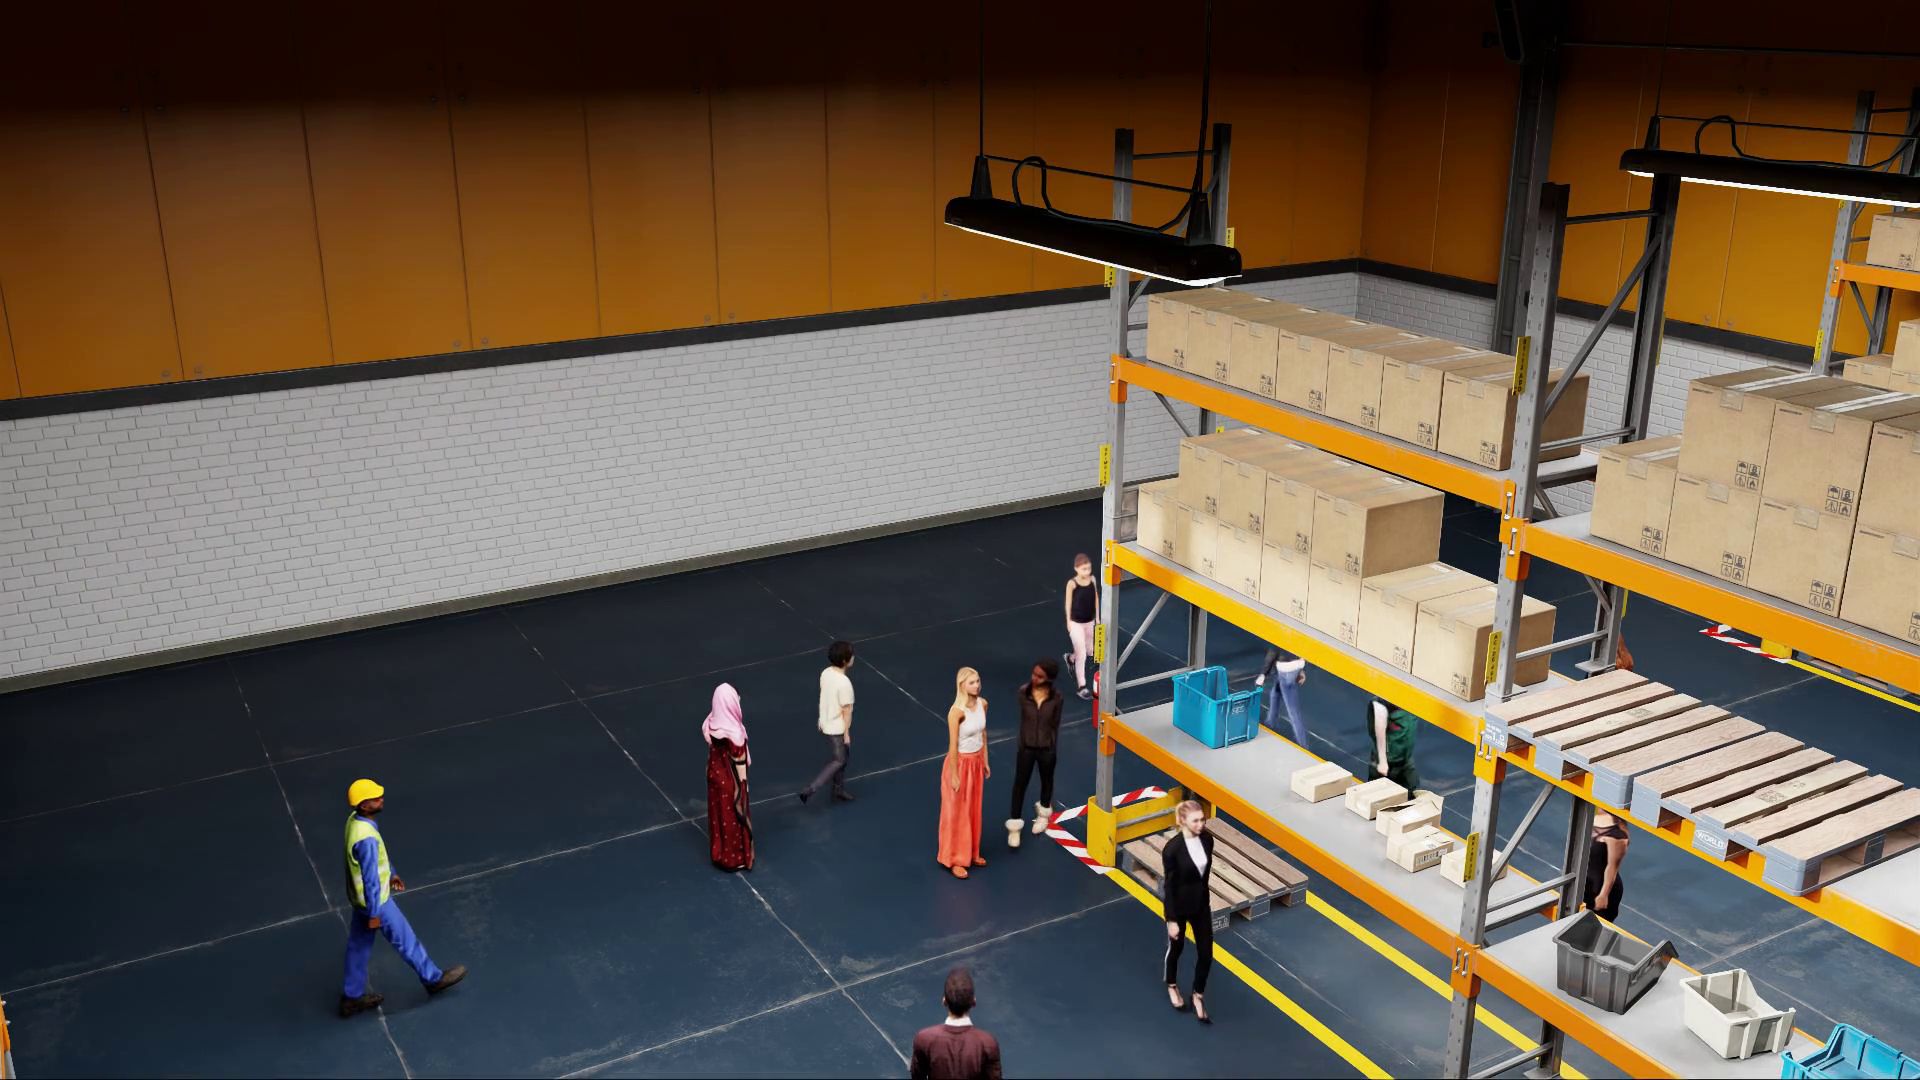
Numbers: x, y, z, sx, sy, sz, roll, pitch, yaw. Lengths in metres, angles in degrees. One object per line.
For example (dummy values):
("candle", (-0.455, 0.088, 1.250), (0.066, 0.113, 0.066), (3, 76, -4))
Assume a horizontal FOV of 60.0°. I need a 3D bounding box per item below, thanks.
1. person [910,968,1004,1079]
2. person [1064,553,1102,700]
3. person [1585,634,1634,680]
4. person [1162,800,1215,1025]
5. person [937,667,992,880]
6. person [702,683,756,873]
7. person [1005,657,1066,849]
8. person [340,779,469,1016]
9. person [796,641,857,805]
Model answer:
("person", (-0.017, 3.320, 9.285), (0.886, 1.847, 0.944), (0, 19, 1))
("person", (1.223, 0.840, 17.119), (0.529, 1.546, 0.870), (-12, 22, -32))
("person", (5.889, 1.511, 15.202), (0.646, 1.500, 0.668), (-3, 19, -10))
("person", (1.548, 2.577, 11.747), (0.631, 1.684, 0.684), (-9, 21, -26))
("person", (0.042, 1.874, 13.650), (0.693, 1.802, 0.698), (15, 24, 38))
("person", (-1.914, 1.945, 13.703), (0.765, 1.633, 0.570), (-13, 23, -35))
("person", (0.651, 1.820, 14.061), (0.892, 1.642, 0.966), (-1, 19, -4))
("person", (-4.229, 2.535, 11.722), (0.758, 1.779, 1.047), (-12, 22, -32))
("person", (-1.150, 1.672, 14.629), (0.658, 1.560, 0.771), (-12, 22, -31))
